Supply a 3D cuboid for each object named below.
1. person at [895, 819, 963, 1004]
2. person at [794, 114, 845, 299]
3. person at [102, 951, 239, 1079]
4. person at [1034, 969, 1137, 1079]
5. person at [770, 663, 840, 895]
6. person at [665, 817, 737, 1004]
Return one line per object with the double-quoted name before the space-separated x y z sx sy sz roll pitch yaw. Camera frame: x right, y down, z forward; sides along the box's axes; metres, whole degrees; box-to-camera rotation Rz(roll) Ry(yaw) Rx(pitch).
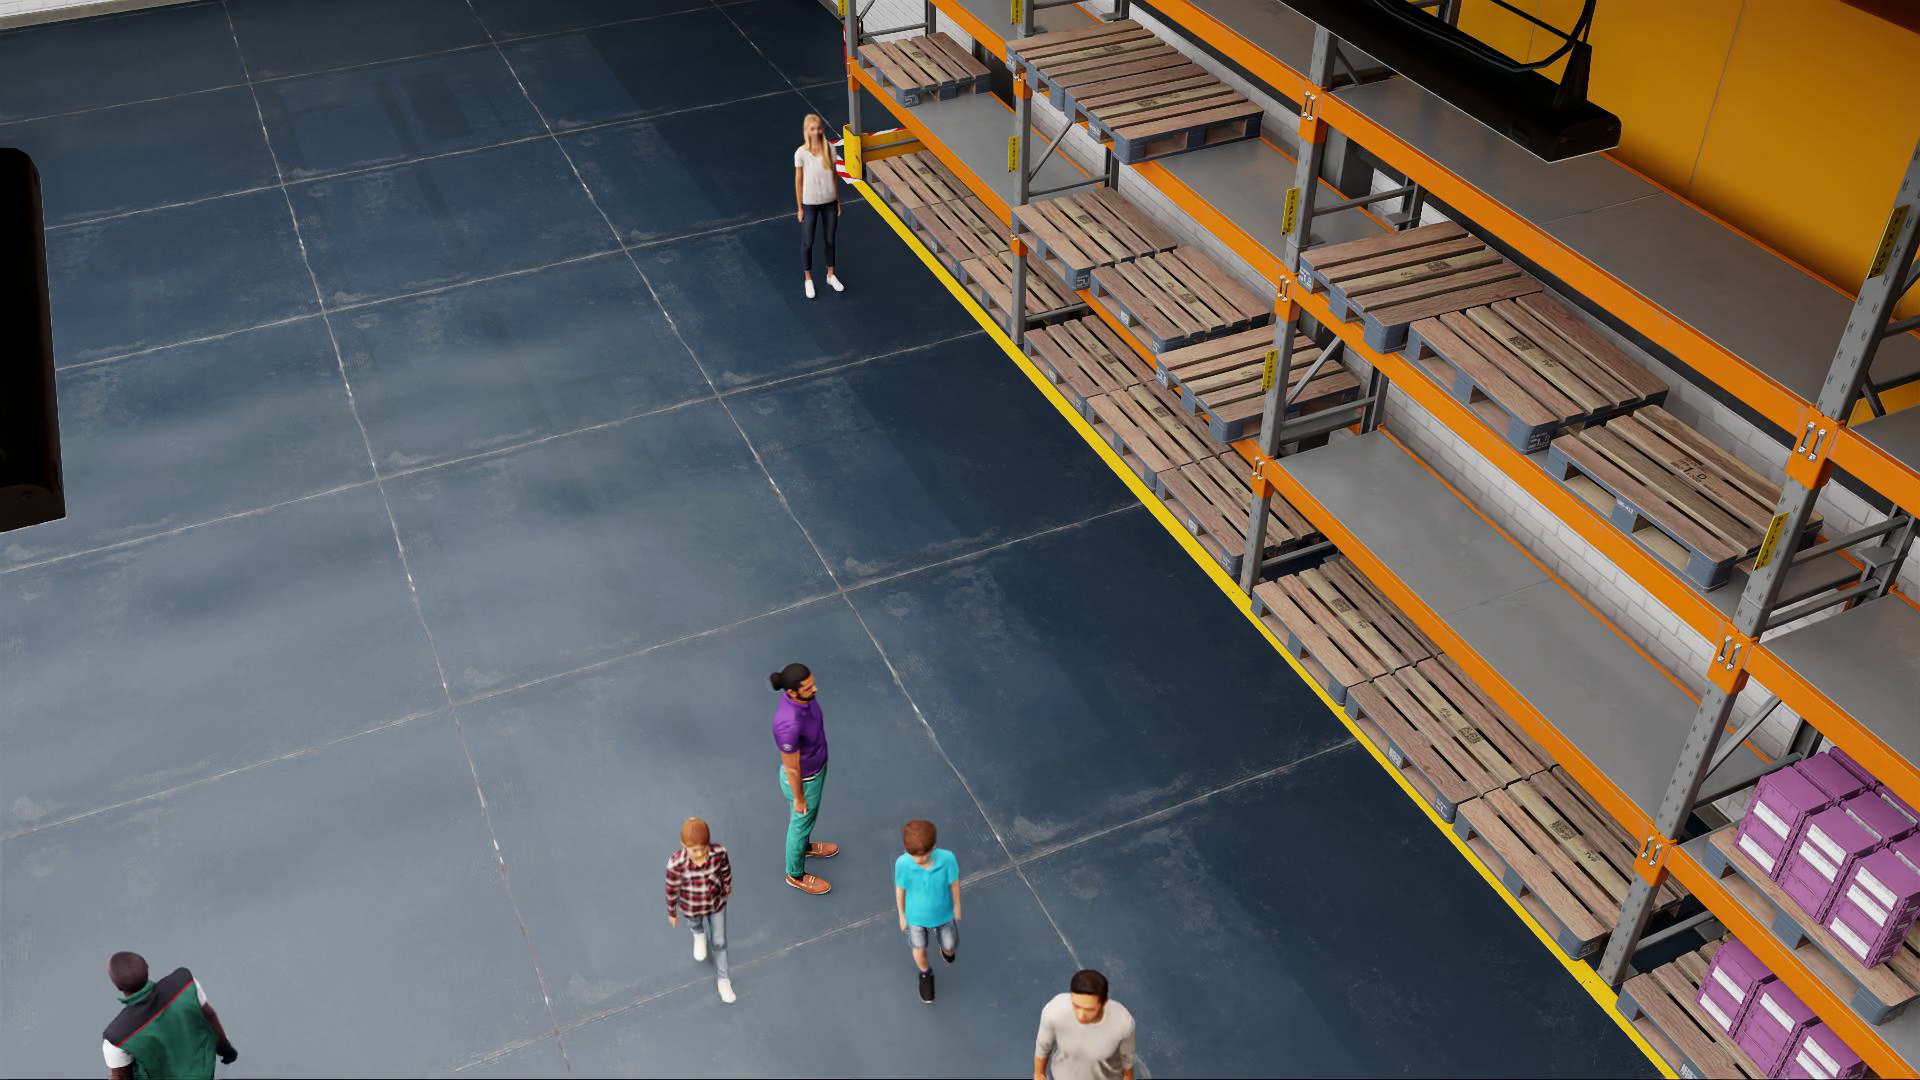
"person" -0.194 2.069 9.621 0.642 1.434 0.737 -6 39 -7
"person" -1.363 -3.211 15.932 0.583 1.808 0.495 -16 41 -19
"person" -3.899 2.769 8.454 1.258 1.796 1.114 19 42 22
"person" 0.666 2.681 8.583 1.070 1.772 1.183 8 39 10
"person" -0.968 1.416 10.171 0.771 1.767 0.654 4 39 5
"person" -1.532 2.053 9.772 0.639 1.270 0.916 -9 40 -12
